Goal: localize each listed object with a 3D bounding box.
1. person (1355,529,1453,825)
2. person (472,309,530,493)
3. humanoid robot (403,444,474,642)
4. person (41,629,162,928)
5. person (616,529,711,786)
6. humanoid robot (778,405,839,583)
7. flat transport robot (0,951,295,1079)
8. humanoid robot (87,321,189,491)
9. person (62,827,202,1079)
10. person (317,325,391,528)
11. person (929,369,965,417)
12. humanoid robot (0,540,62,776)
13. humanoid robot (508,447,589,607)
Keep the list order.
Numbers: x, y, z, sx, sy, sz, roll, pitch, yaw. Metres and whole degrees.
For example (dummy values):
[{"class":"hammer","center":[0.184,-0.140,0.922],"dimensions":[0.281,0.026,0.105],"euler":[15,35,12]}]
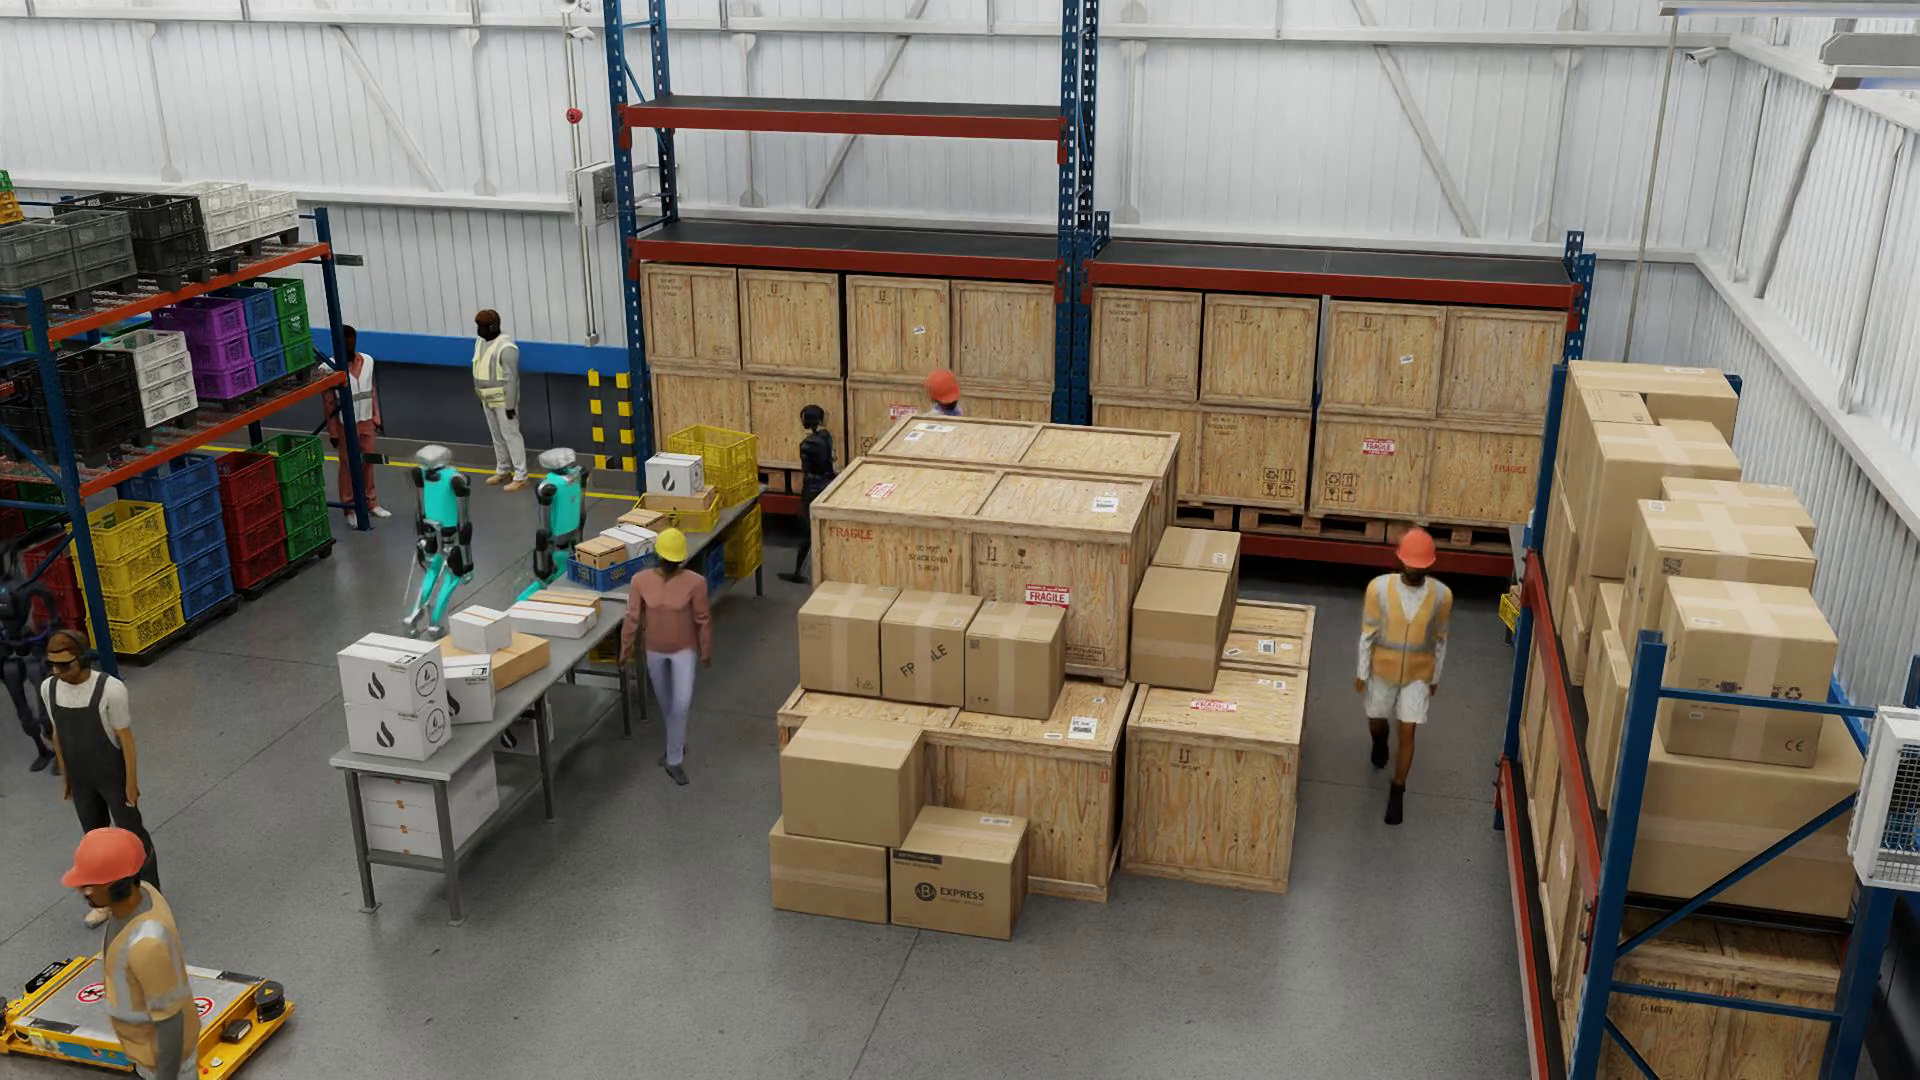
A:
[{"class":"person","center":[2.829,0.798,10.656],"dimensions":[0.550,1.917,0.787],"euler":[5,22,14]},{"class":"person","center":[-4.583,-1.388,16.495],"dimensions":[0.431,1.835,0.619],"euler":[-20,28,-41]},{"class":"humanoid robot","center":[-4.001,0.265,12.416],"dimensions":[0.539,1.876,0.805],"euler":[12,24,28]},{"class":"person","center":[-4.847,1.339,9.351],"dimensions":[0.498,1.839,0.350],"euler":[3,21,9]},{"class":"person","center":[-1.954,0.745,11.033],"dimensions":[0.613,1.743,0.497],"euler":[3,21,8]},{"class":"humanoid robot","center":[-1.187,-0.375,14.122],"dimensions":[0.800,1.617,0.601],"euler":[7,22,19]},{"class":"flat transport robot","center":[-4.270,2.464,8.601],"dimensions":[1.431,0.231,0.659],"euler":[5,22,13]},{"class":"humanoid robot","center":[-7.955,-1.272,16.380],"dimensions":[0.945,1.805,0.561],"euler":[3,21,8]},{"class":"person","center":[-3.417,2.115,7.030],"dimensions":[0.391,2.044,0.607],"euler":[-13,24,-30]},{"class":"person","center":[-5.683,-1.085,15.581],"dimensions":[0.376,1.912,0.591],"euler":[12,24,29]},{"class":"person","center":[-0.046,-0.508,13.967],"dimensions":[0.625,1.987,0.653],"euler":[5,21,12]},{"class":"humanoid robot","center":[-6.228,0.779,11.030],"dimensions":[0.602,1.643,0.354],"euler":[-2,21,-5]},{"class":"humanoid robot","center":[-3.161,0.130,12.626],"dimensions":[0.713,1.769,0.538],"euler":[9,23,23]}]
